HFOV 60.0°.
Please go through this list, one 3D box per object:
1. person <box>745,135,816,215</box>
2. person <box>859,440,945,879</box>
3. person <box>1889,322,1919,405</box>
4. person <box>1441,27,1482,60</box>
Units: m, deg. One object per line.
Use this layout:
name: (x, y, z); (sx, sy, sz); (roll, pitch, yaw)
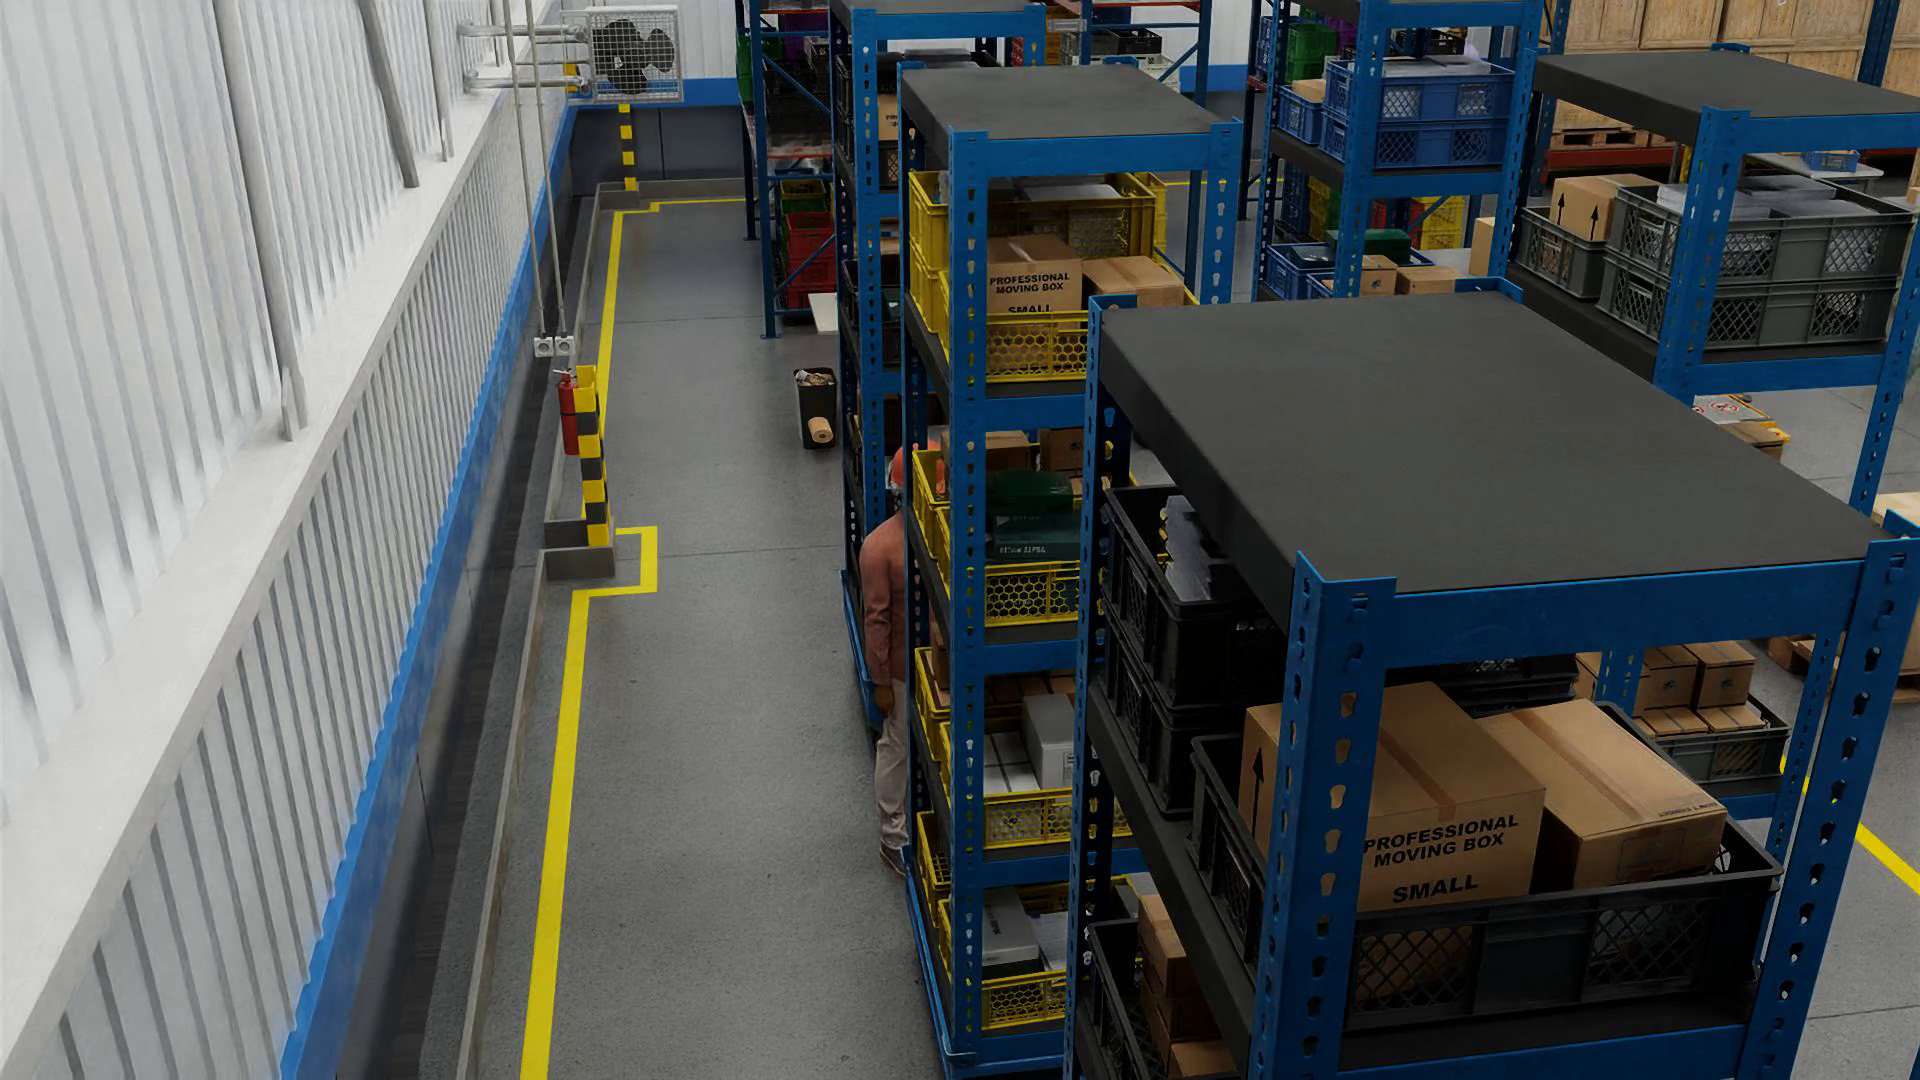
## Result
person: (-1.902, -4.505, 18.219); (0.976, 1.834, 0.570); (-15, 28, -29)
person: (-0.163, 0.501, 7.131); (0.382, 1.995, 0.612); (19, 31, 35)
person: (7.344, -1.781, 12.330); (0.600, 1.798, 0.779); (1, 25, 1)
person: (5.701, -5.066, 19.311); (0.374, 1.933, 0.625); (-15, 29, -29)
